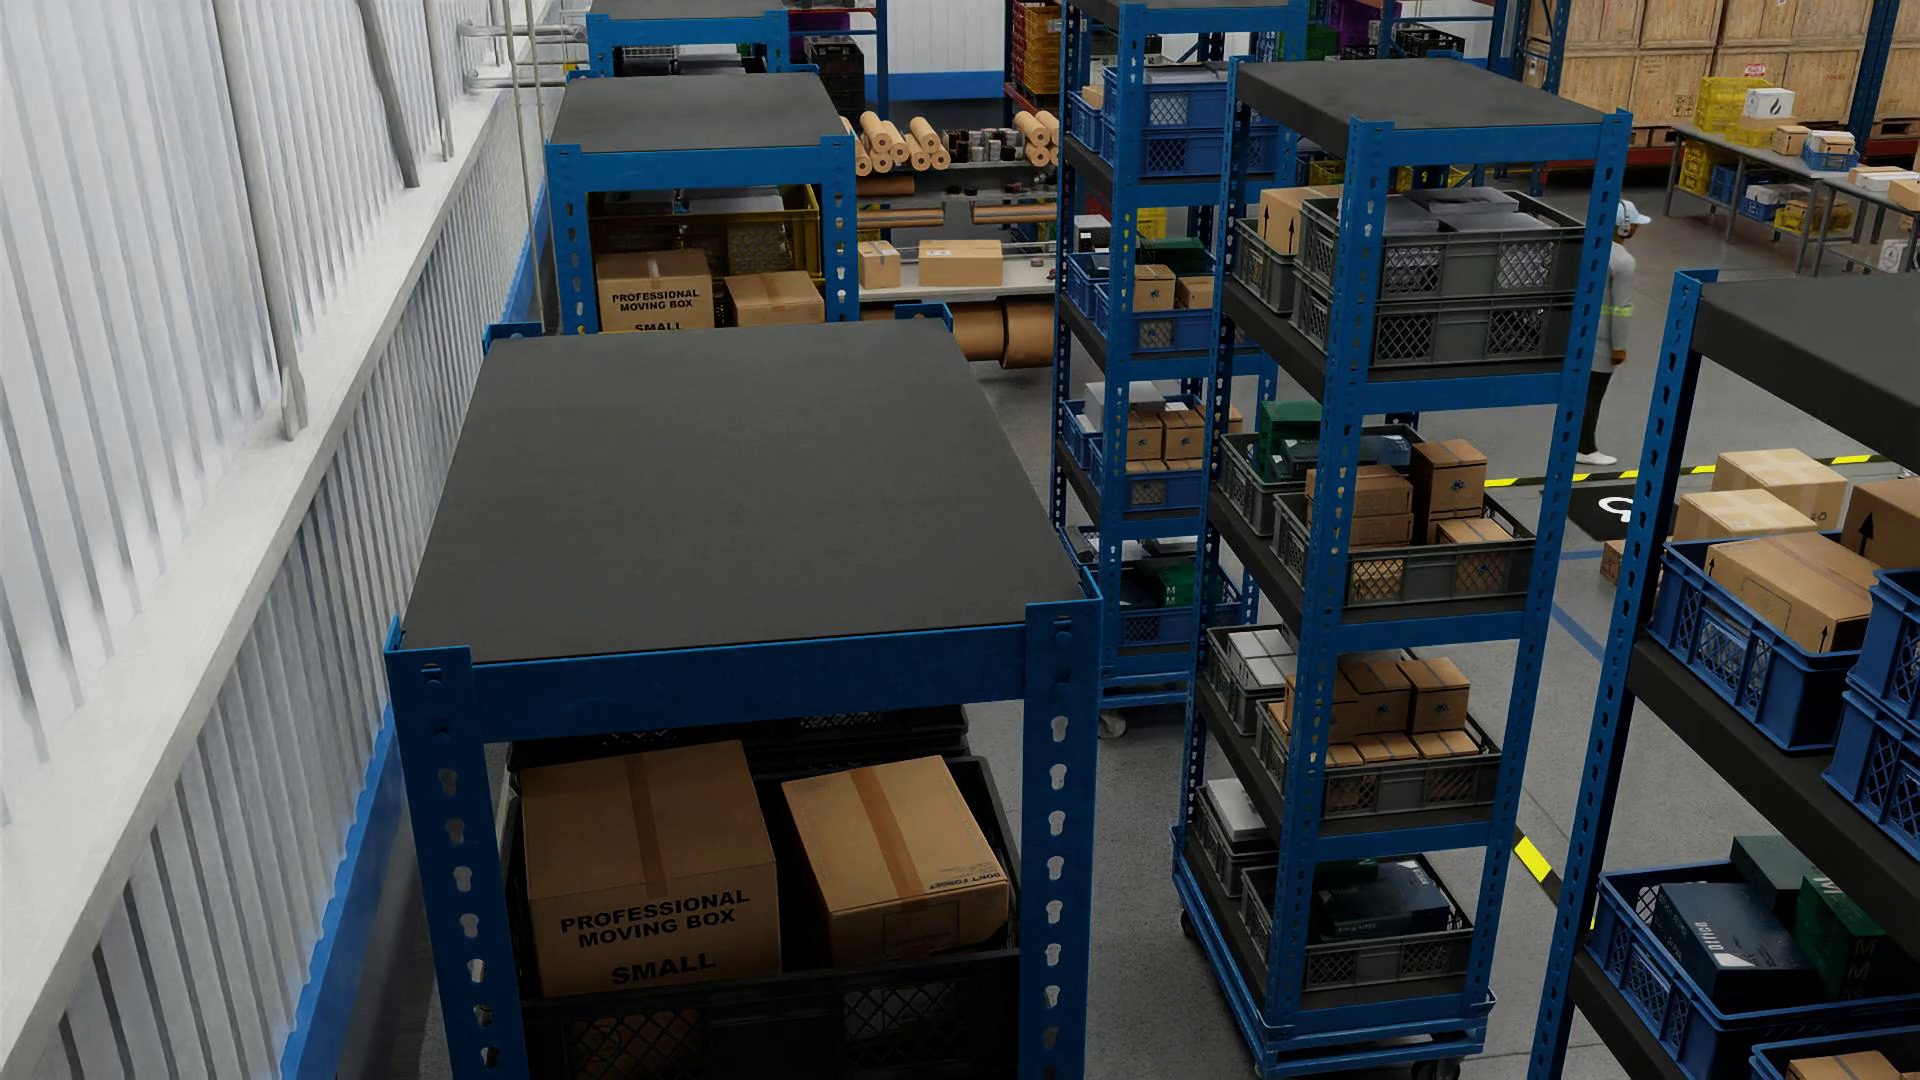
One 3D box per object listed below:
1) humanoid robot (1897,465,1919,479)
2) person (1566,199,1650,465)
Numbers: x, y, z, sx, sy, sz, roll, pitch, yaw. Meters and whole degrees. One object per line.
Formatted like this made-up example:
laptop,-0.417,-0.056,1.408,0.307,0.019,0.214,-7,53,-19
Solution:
humanoid robot,6.430,-1.139,10.861,0.735,1.674,0.533,-12,27,-23
person,4.451,-1.439,11.531,0.393,1.853,0.588,-5,25,-10
